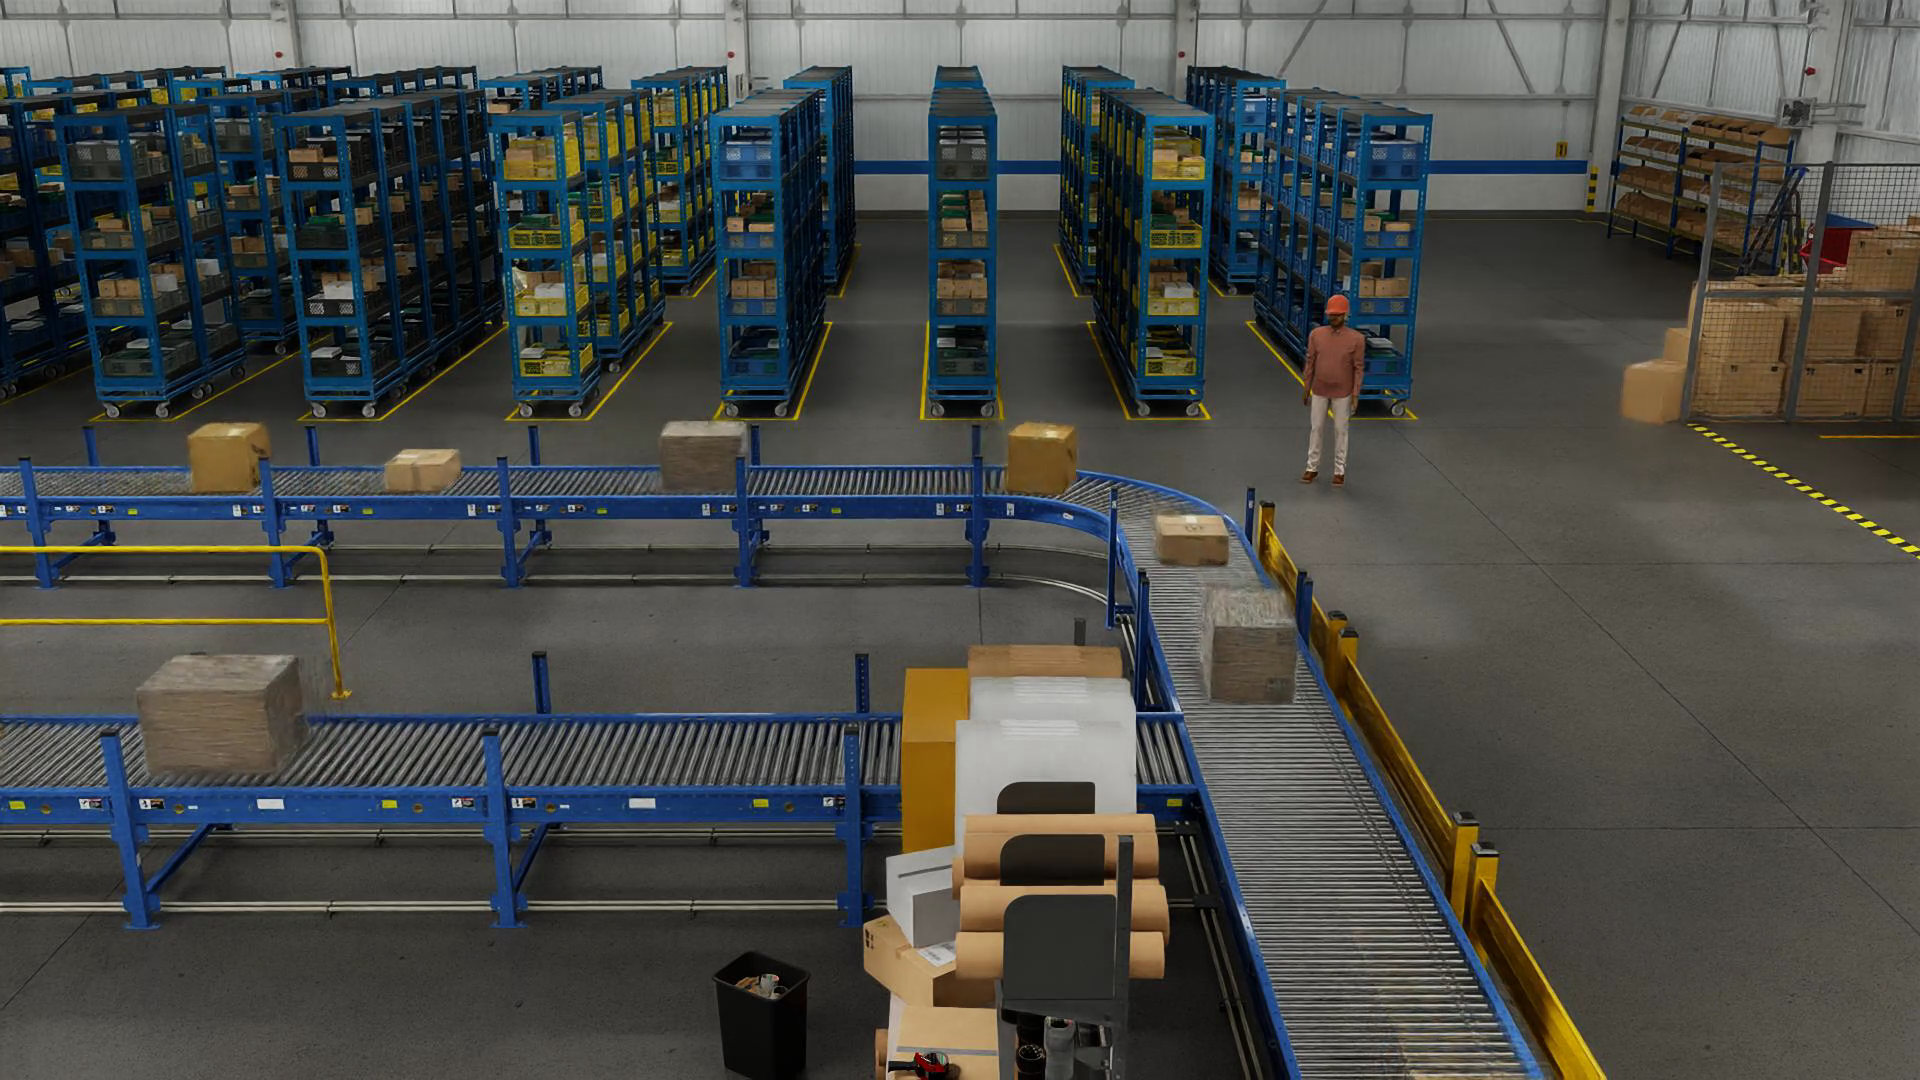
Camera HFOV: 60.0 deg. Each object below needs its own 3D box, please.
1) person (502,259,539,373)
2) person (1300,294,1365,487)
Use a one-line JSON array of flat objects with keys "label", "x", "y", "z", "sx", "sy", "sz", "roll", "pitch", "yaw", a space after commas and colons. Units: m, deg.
[{"label": "person", "x": -5.681, "y": -2.958, "z": 21.780, "sx": 0.404, "sy": 1.836, "sz": 0.590, "roll": 9, "pitch": 20, "yaw": 26}, {"label": "person", "x": 3.834, "y": -1.542, "z": 17.160, "sx": 0.620, "sy": 1.997, "sz": 0.372, "roll": 9, "pitch": 20, "yaw": 25}]
